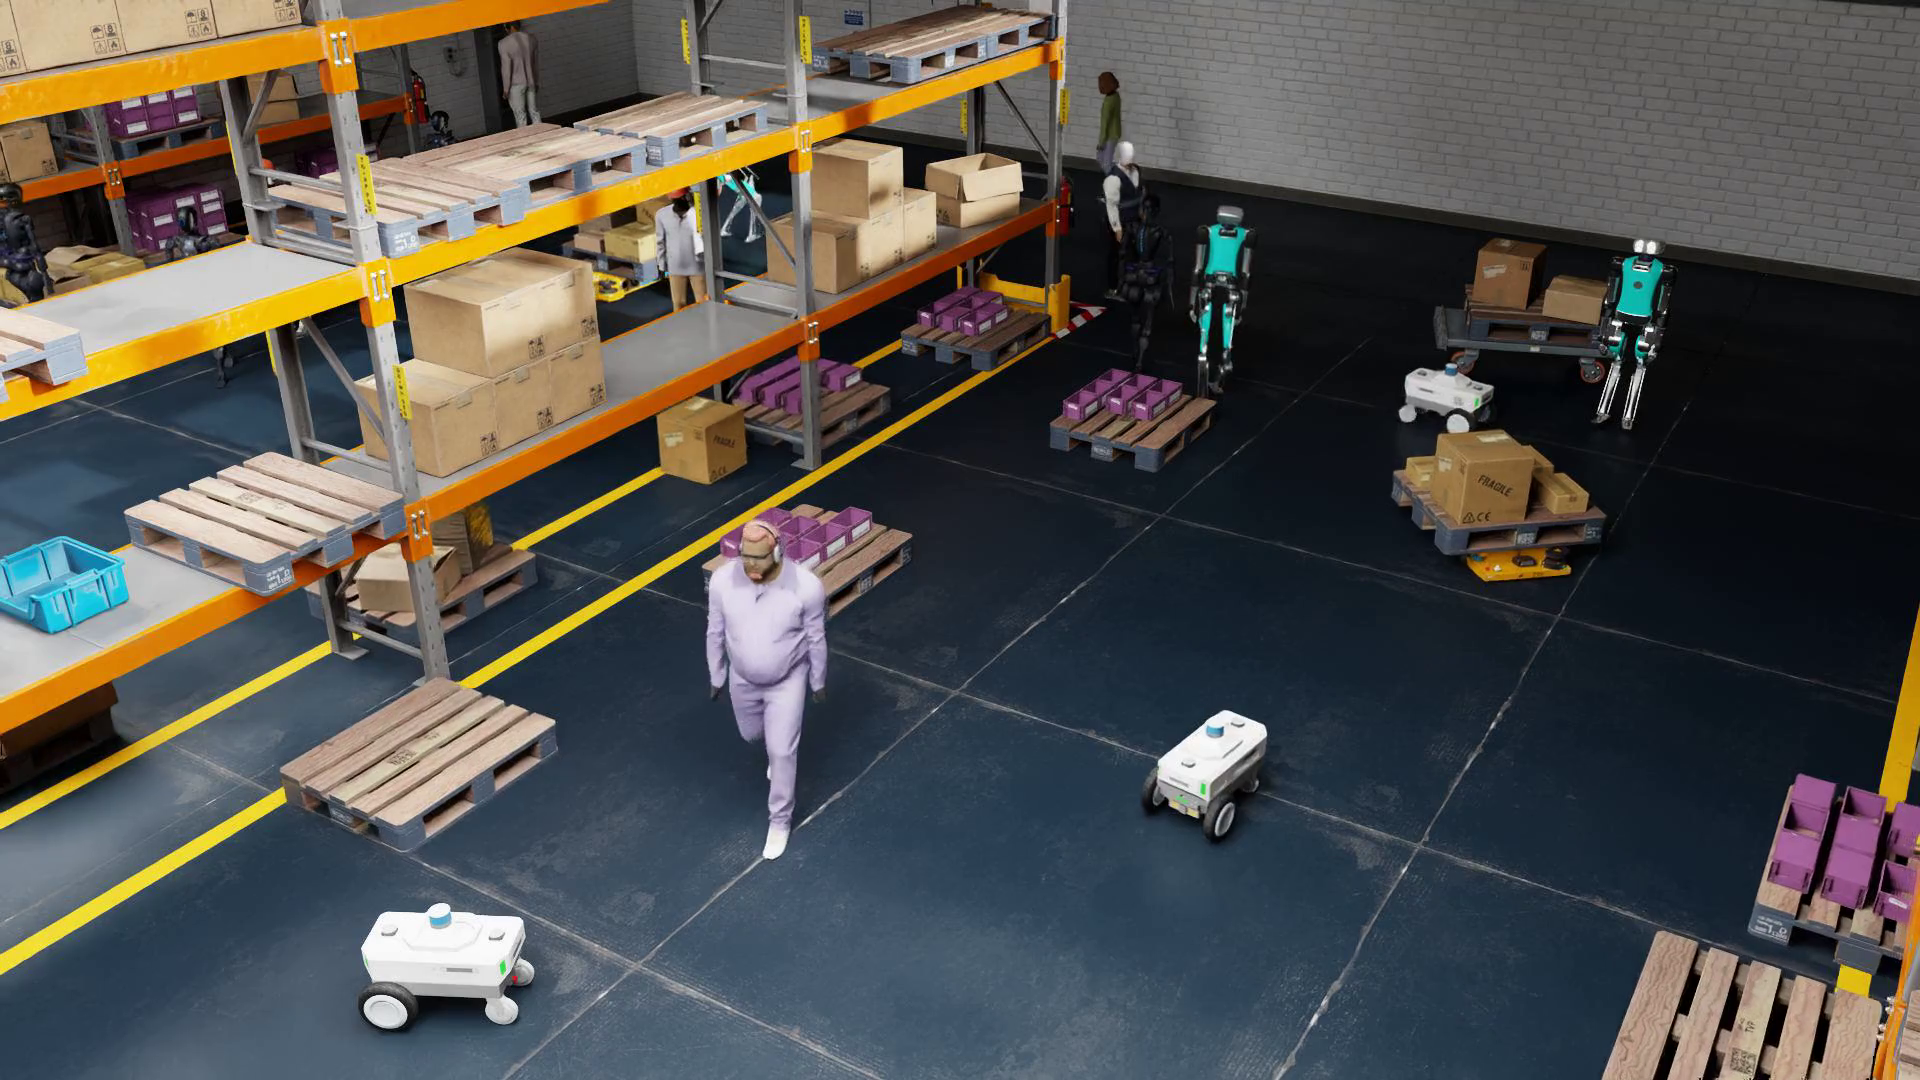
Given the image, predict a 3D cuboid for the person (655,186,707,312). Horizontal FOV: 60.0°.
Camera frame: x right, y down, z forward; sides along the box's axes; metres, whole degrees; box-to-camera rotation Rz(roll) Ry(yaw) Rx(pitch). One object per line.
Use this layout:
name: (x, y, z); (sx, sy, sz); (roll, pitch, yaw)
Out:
person: (-2.580, -2.579, 15.649); (0.565, 1.745, 0.356); (2, 27, 3)

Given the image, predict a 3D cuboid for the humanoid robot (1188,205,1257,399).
humanoid robot: (2.275, -1.965, 14.474); (0.563, 1.784, 0.886); (1, 27, 3)

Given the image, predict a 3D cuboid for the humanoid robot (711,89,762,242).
humanoid robot: (-2.593, -4.292, 19.011); (0.774, 1.770, 0.551); (-16, 31, -29)

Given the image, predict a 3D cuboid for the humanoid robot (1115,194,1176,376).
humanoid robot: (1.726, -2.378, 15.340); (0.607, 1.639, 0.656); (14, 30, 25)

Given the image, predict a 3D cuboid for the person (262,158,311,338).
person: (-6.613, -2.831, 16.132); (0.562, 1.752, 0.325); (14, 30, 25)

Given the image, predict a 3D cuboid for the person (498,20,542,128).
person: (-5.928, -6.140, 22.455); (0.372, 1.940, 0.630); (18, 32, 31)

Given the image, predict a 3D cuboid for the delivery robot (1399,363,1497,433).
delivery robot: (4.198, -1.213, 14.278); (0.805, 0.601, 0.499); (22, 34, 36)

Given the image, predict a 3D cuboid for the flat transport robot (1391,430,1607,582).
flat transport robot: (3.916, -0.106, 12.407); (0.659, 0.231, 1.431); (-4, 27, -8)

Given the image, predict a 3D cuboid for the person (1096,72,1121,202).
person: (1.812, -4.935, 20.418); (0.372, 1.613, 0.520); (9, 28, 17)

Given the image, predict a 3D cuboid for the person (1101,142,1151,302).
person: (1.758, -3.203, 16.919); (0.732, 1.710, 0.745); (-24, 35, -38)

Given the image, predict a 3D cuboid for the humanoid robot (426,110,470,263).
humanoid robot: (-5.603, -3.888, 18.286); (0.599, 1.659, 0.315); (16, 31, 28)

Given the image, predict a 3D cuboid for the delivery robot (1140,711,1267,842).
delivery robot: (1.390, 1.296, 9.350); (0.515, 0.614, 0.785); (21, 33, 35)

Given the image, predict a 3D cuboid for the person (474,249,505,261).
person: (-3.796, -1.486, 13.423); (0.560, 1.807, 0.523); (4, 27, 7)

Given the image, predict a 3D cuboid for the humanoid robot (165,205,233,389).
humanoid robot: (-6.837, -2.258, 15.138); (0.595, 1.638, 0.755); (-2, 27, -3)

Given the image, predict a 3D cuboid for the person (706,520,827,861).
person: (-1.036, 0.708, 9.034); (0.651, 1.877, 0.874); (5, 27, 9)

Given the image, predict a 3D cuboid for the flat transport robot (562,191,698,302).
flat transport robot: (-3.505, -2.884, 17.880); (0.659, 0.231, 1.431); (17, 31, 30)

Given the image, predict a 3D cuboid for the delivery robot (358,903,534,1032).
delivery robot: (-2.458, 2.003, 7.939); (0.802, 0.598, 0.499); (2, 27, 3)

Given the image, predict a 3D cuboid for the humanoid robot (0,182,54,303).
humanoid robot: (-8.880, -2.537, 15.657); (0.600, 1.643, 0.571); (15, 31, 27)

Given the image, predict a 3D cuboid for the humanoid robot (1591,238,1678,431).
humanoid robot: (5.653, -1.765, 13.906); (0.533, 1.677, 0.735); (16, 31, 28)
